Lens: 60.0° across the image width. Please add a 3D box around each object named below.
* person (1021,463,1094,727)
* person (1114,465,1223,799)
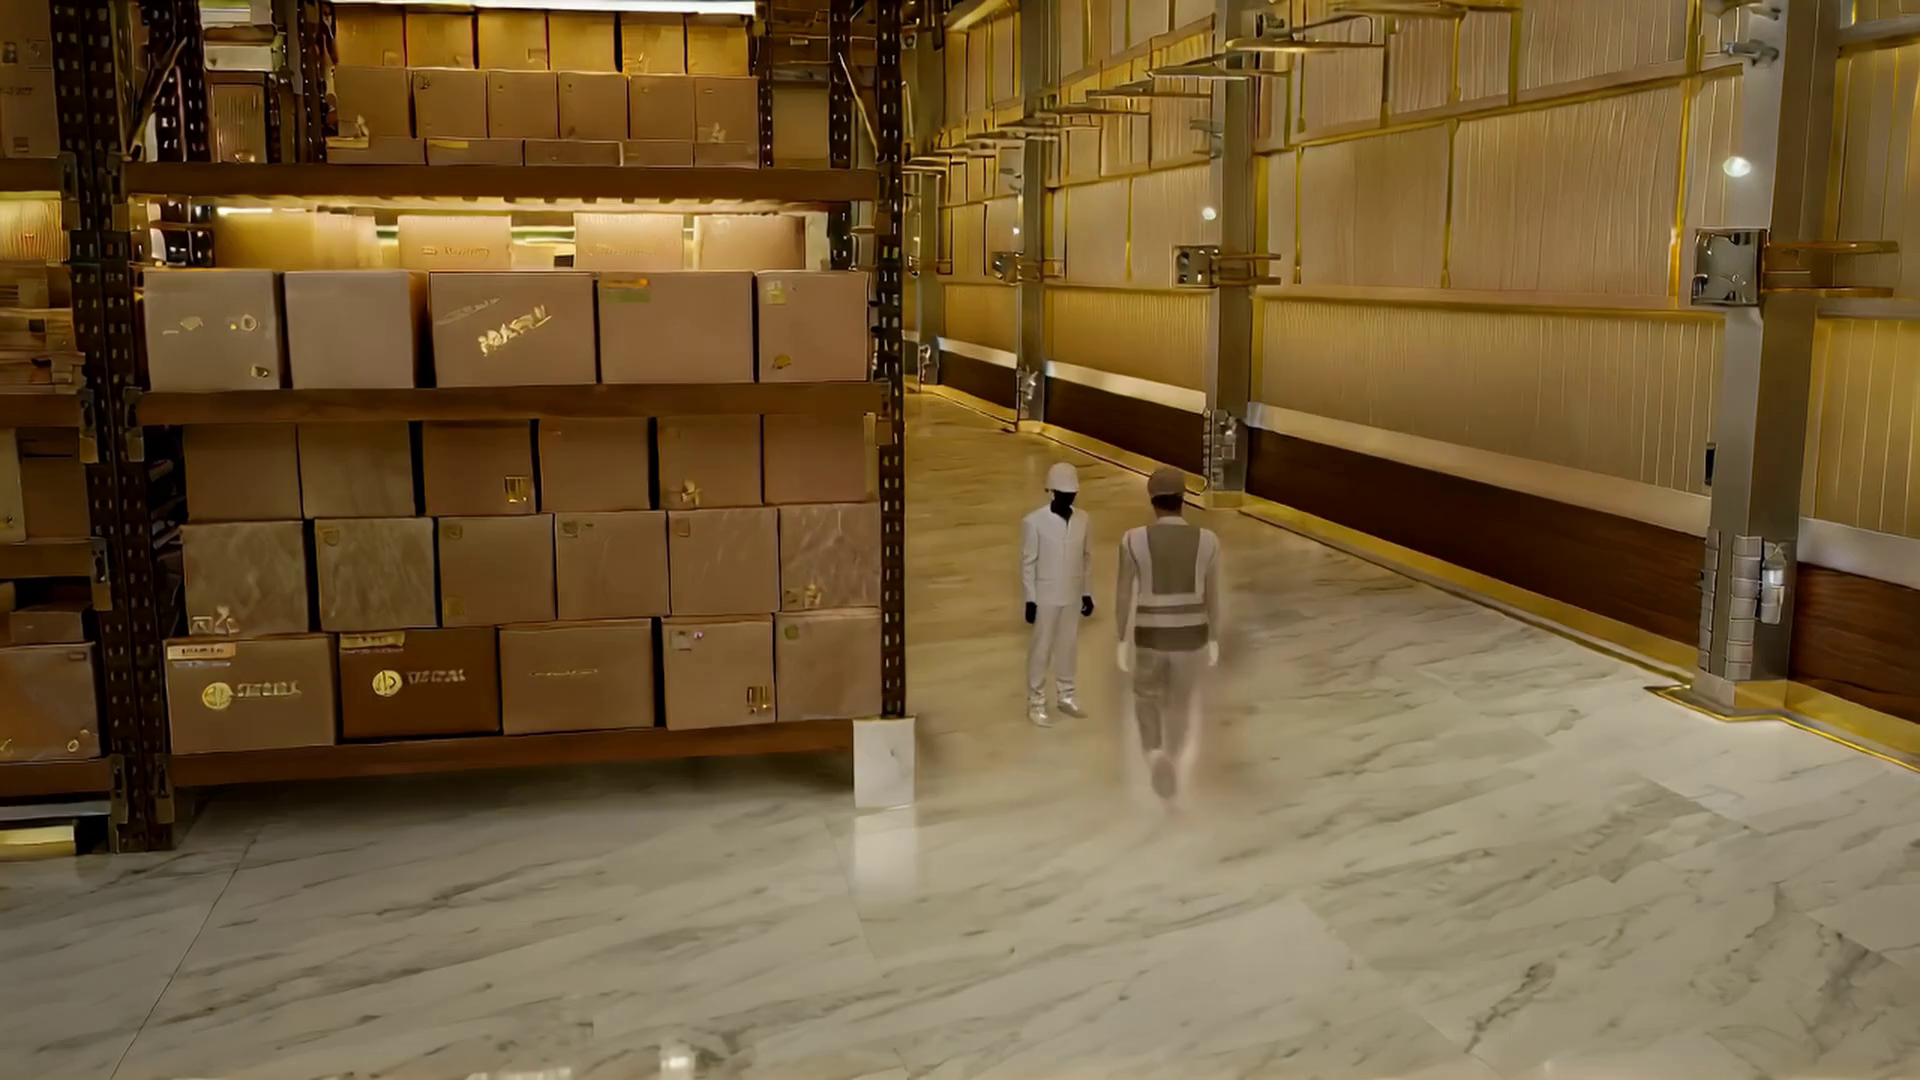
[{"bbox_3d":[0.668,0.354,11.071,0.575,1.747,0.340,-6,11,-34],"label":"person"},{"bbox_3d":[1.192,0.553,9.386,0.627,1.920,0.669,-1,9,-5],"label":"person"}]
